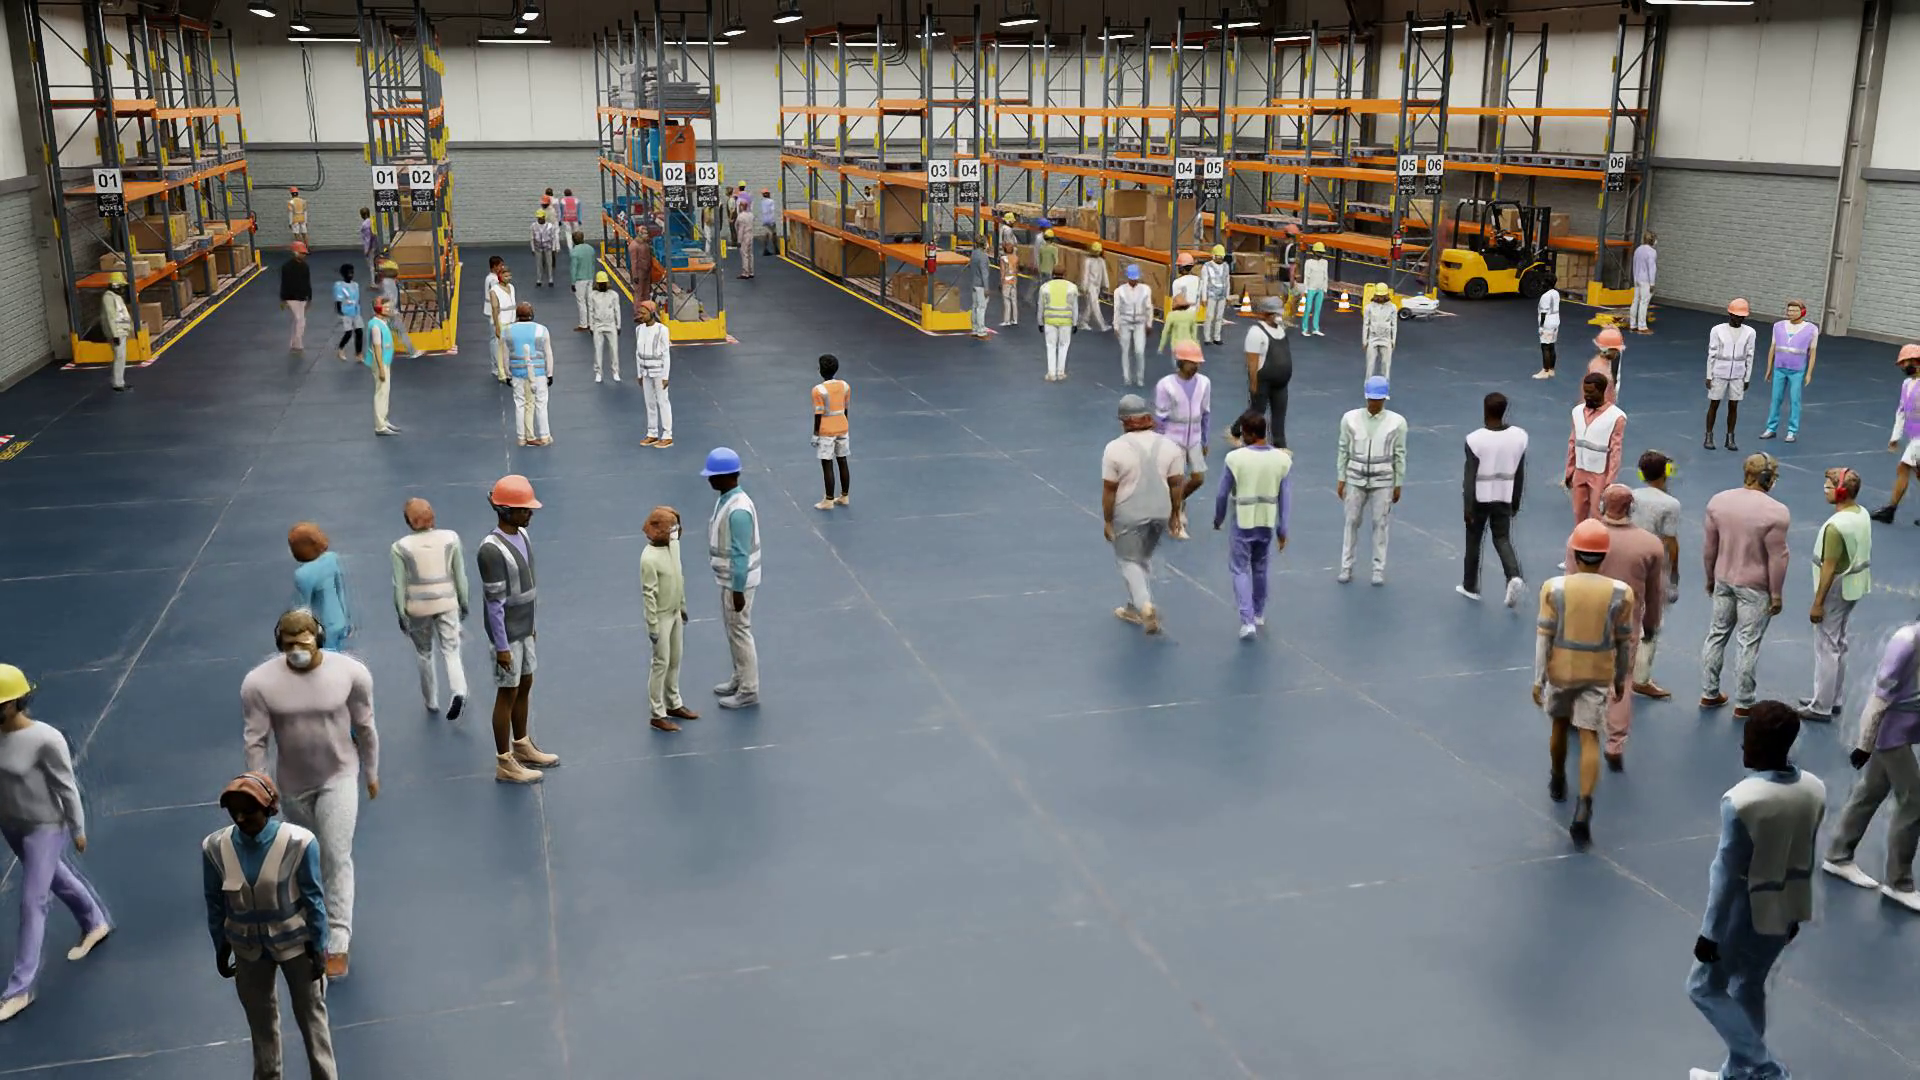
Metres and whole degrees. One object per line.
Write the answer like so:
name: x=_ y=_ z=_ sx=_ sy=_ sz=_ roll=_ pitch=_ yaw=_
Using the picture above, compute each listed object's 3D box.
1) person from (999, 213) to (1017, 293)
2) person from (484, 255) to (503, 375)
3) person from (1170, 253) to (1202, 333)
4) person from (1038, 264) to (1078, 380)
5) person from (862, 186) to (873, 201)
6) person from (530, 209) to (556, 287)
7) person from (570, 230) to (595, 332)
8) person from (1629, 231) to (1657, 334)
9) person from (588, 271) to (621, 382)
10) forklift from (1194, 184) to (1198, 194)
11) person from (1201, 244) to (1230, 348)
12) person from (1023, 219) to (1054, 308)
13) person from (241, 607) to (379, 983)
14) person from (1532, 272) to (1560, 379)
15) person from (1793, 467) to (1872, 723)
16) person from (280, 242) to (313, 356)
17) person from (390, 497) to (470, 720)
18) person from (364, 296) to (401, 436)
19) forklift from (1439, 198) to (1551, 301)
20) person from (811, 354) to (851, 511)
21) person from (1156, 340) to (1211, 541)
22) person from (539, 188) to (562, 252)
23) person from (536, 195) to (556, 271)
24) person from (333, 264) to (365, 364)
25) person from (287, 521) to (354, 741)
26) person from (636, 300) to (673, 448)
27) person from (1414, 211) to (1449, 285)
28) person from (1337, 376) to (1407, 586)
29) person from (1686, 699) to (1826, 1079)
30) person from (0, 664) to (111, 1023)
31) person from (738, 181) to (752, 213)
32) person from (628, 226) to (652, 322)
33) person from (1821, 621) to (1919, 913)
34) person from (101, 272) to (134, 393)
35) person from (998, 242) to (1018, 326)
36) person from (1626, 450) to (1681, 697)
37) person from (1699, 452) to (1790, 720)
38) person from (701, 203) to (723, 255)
person: x=1.096 y=-6.545 z=37.978 sx=0.404 sy=1.826 sz=0.587 roll=-3 pitch=15 yaw=-12
person: x=-7.467 y=-3.618 z=26.796 sx=0.393 sy=1.915 sz=0.591 roll=-6 pitch=16 yaw=-20
person: x=3.469 y=-3.425 z=25.821 sx=0.605 sy=2.044 sz=0.374 roll=-14 pitch=20 yaw=-42
person: x=1.549 y=-3.423 z=26.234 sx=0.635 sy=1.828 sz=0.451 roll=2 pitch=15 yaw=8
person: x=-2.693 y=-9.535 z=49.179 sx=0.501 sy=1.860 sz=0.333 roll=11 pitch=18 yaw=35
person: x=-9.815 y=-6.871 z=39.191 sx=0.591 sy=1.834 sz=0.404 roll=-1 pitch=15 yaw=-3
person: x=-7.197 y=-4.937 z=31.735 sx=0.372 sy=1.930 sz=0.631 roll=8 pitch=17 yaw=28
person: x=12.945 y=-4.866 z=31.447 sx=0.373 sy=1.940 sz=0.629 roll=-3 pitch=15 yaw=-10
person: x=-5.577 y=-3.354 z=26.147 sx=0.492 sy=1.737 sz=0.326 roll=-3 pitch=15 yaw=-11
forklift: x=7.392 y=-11.333 z=53.972 sx=1.873 sy=2.768 sz=1.129 roll=-4 pitch=15 yaw=-15
person: x=4.585 y=-4.369 z=29.778 sx=0.600 sy=1.829 sz=0.404 roll=-8 pitch=17 yaw=-27
person: x=1.797 y=-5.841 z=35.237 sx=1.014 sy=1.892 sz=0.612 roll=3 pitch=15 yaw=12
person: x=-3.353 y=1.215 z=8.671 sx=0.639 sy=1.894 sz=1.053 roll=-3 pitch=15 yaw=-11
person: x=9.340 y=-3.403 z=26.420 sx=0.321 sy=1.691 sz=0.532 roll=11 pitch=19 yaw=36
person: x=6.245 y=0.396 z=11.847 sx=0.560 sy=1.836 sz=0.391 roll=-14 pitch=20 yaw=-43
person: x=-11.455 y=-4.174 z=28.796 sx=0.637 sy=1.957 sz=0.631 roll=4 pitch=15 yaw=16
person: x=-3.741 y=0.507 z=11.850 sx=0.537 sy=1.604 sz=0.668 roll=-8 pitch=17 yaw=-27
person: x=-7.662 y=-2.301 z=21.998 sx=0.392 sy=1.836 sz=0.561 roll=-3 pitch=15 yaw=-12
forklift: x=11.913 y=-6.508 z=37.130 sx=2.313 sy=2.155 sz=1.214 roll=-4 pitch=15 yaw=-15
person: x=-1.395 y=-1.161 z=17.963 sx=0.321 sy=1.697 sz=0.530 roll=12 pitch=19 yaw=39
person: x=2.240 y=-1.021 z=16.815 sx=0.631 sy=2.030 sz=0.560 roll=-5 pitch=16 yaw=-19
person: x=-11.838 y=-9.254 z=48.142 sx=0.625 sy=1.844 sz=0.429 roll=0 pitch=15 yaw=0
person: x=-10.639 y=-7.857 z=42.673 sx=0.644 sy=1.948 sz=0.728 roll=7 pitch=16 yaw=24
person: x=-10.249 y=-3.793 z=27.882 sx=0.462 sy=1.682 sz=0.541 roll=7 pitch=17 yaw=25
person: x=-4.344 y=0.636 z=11.366 sx=0.357 sy=1.610 sz=0.538 roll=1 pitch=15 yaw=2
person: x=-3.910 y=-2.114 z=21.215 sx=0.576 sy=1.879 sz=0.356 roll=11 pitch=18 yaw=35
person: x=11.328 y=-6.945 z=39.478 sx=0.649 sy=1.839 sz=1.067 roll=-10 pitch=18 yaw=-32
person: x=3.744 y=-0.543 z=15.174 sx=0.605 sy=1.944 sz=0.410 roll=5 pitch=16 yaw=20
person: x=3.437 y=1.613 z=7.133 sx=0.618 sy=1.898 sz=0.487 roll=-9 pitch=17 yaw=-30
person: x=-4.617 y=1.414 z=8.236 sx=0.535 sy=1.713 sz=0.929 roll=4 pitch=15 yaw=16
person: x=-6.600 y=-9.948 z=50.589 sx=0.594 sy=1.925 sz=0.377 roll=-10 pitch=18 yaw=-33
person: x=-6.320 y=-5.292 z=33.141 sx=0.401 sy=1.894 sz=0.654 roll=5 pitch=16 yaw=18
person: x=5.248 y=1.091 z=9.150 sx=0.793 sy=1.868 sz=0.623 roll=14 pitch=20 yaw=42
person: x=-12.771 y=-3.149 z=25.223 sx=0.408 sy=1.817 sz=0.596 roll=-4 pitch=15 yaw=-15
person: x=0.947 y=-5.009 z=32.556 sx=0.311 sy=1.638 sz=0.523 roll=12 pitch=19 yaw=39
person: x=5.079 y=0.258 z=12.346 sx=0.344 sy=1.844 sz=0.602 roll=-6 pitch=16 yaw=-22
person: x=5.608 y=0.327 z=11.912 sx=0.371 sy=1.935 sz=0.627 roll=-9 pitch=17 yaw=-30
person: x=-6.989 y=-8.876 z=46.842 sx=0.632 sy=1.783 sz=1.002 roll=1 pitch=15 yaw=4
